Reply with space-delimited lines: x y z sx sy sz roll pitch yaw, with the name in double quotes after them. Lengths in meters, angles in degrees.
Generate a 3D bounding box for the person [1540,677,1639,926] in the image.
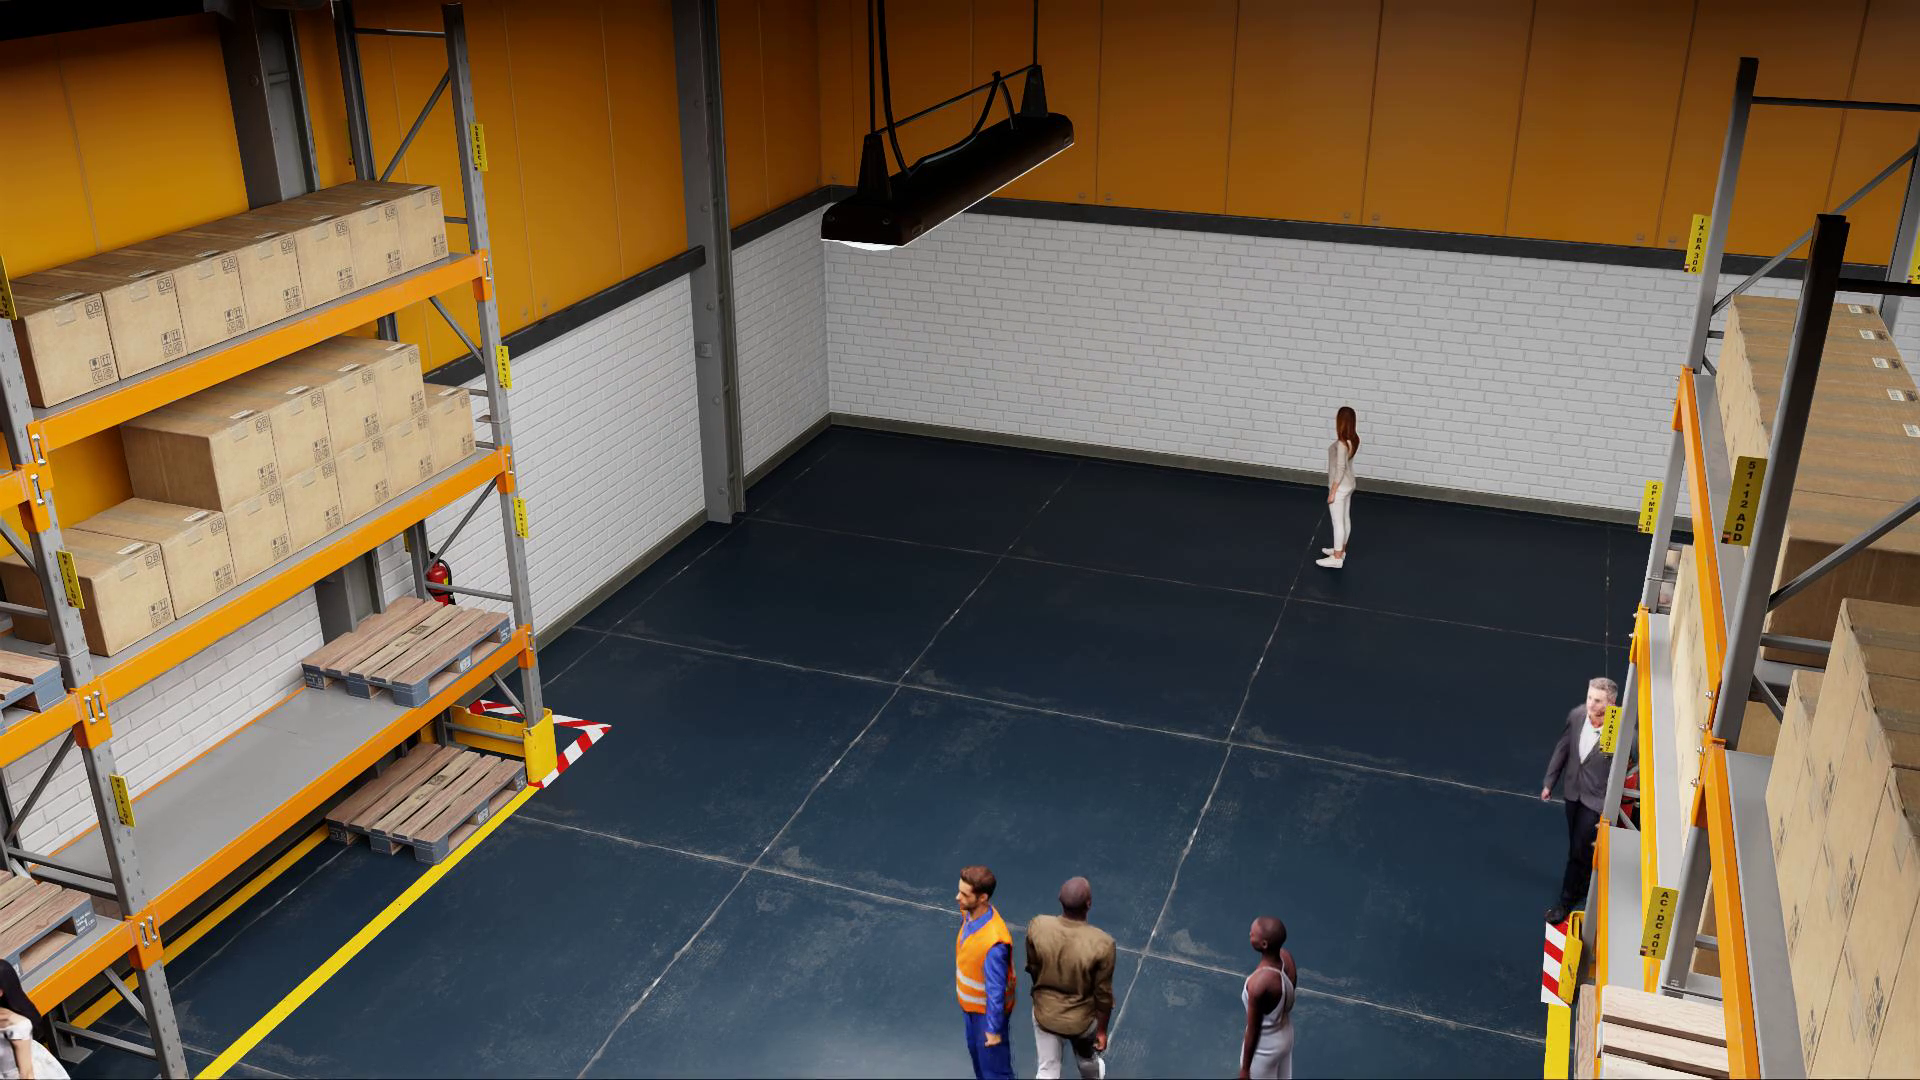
4.451 1.756 11.629 1.061 1.821 0.992 -14 27 -30 "person"

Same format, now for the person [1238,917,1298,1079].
1.707 2.839 9.204 0.694 1.780 0.572 17 29 34 "person"

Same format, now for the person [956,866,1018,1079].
0.175 2.652 9.536 0.844 1.857 0.781 -10 26 -22 "person"

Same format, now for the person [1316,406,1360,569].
3.916 -0.550 17.040 0.706 1.712 0.541 13 27 28 "person"

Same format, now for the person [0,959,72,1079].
-4.976 2.972 8.912 0.803 1.769 0.777 -18 29 -35 "person"

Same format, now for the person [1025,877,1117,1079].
0.568 2.749 9.399 0.740 1.788 1.123 7 25 16 "person"
